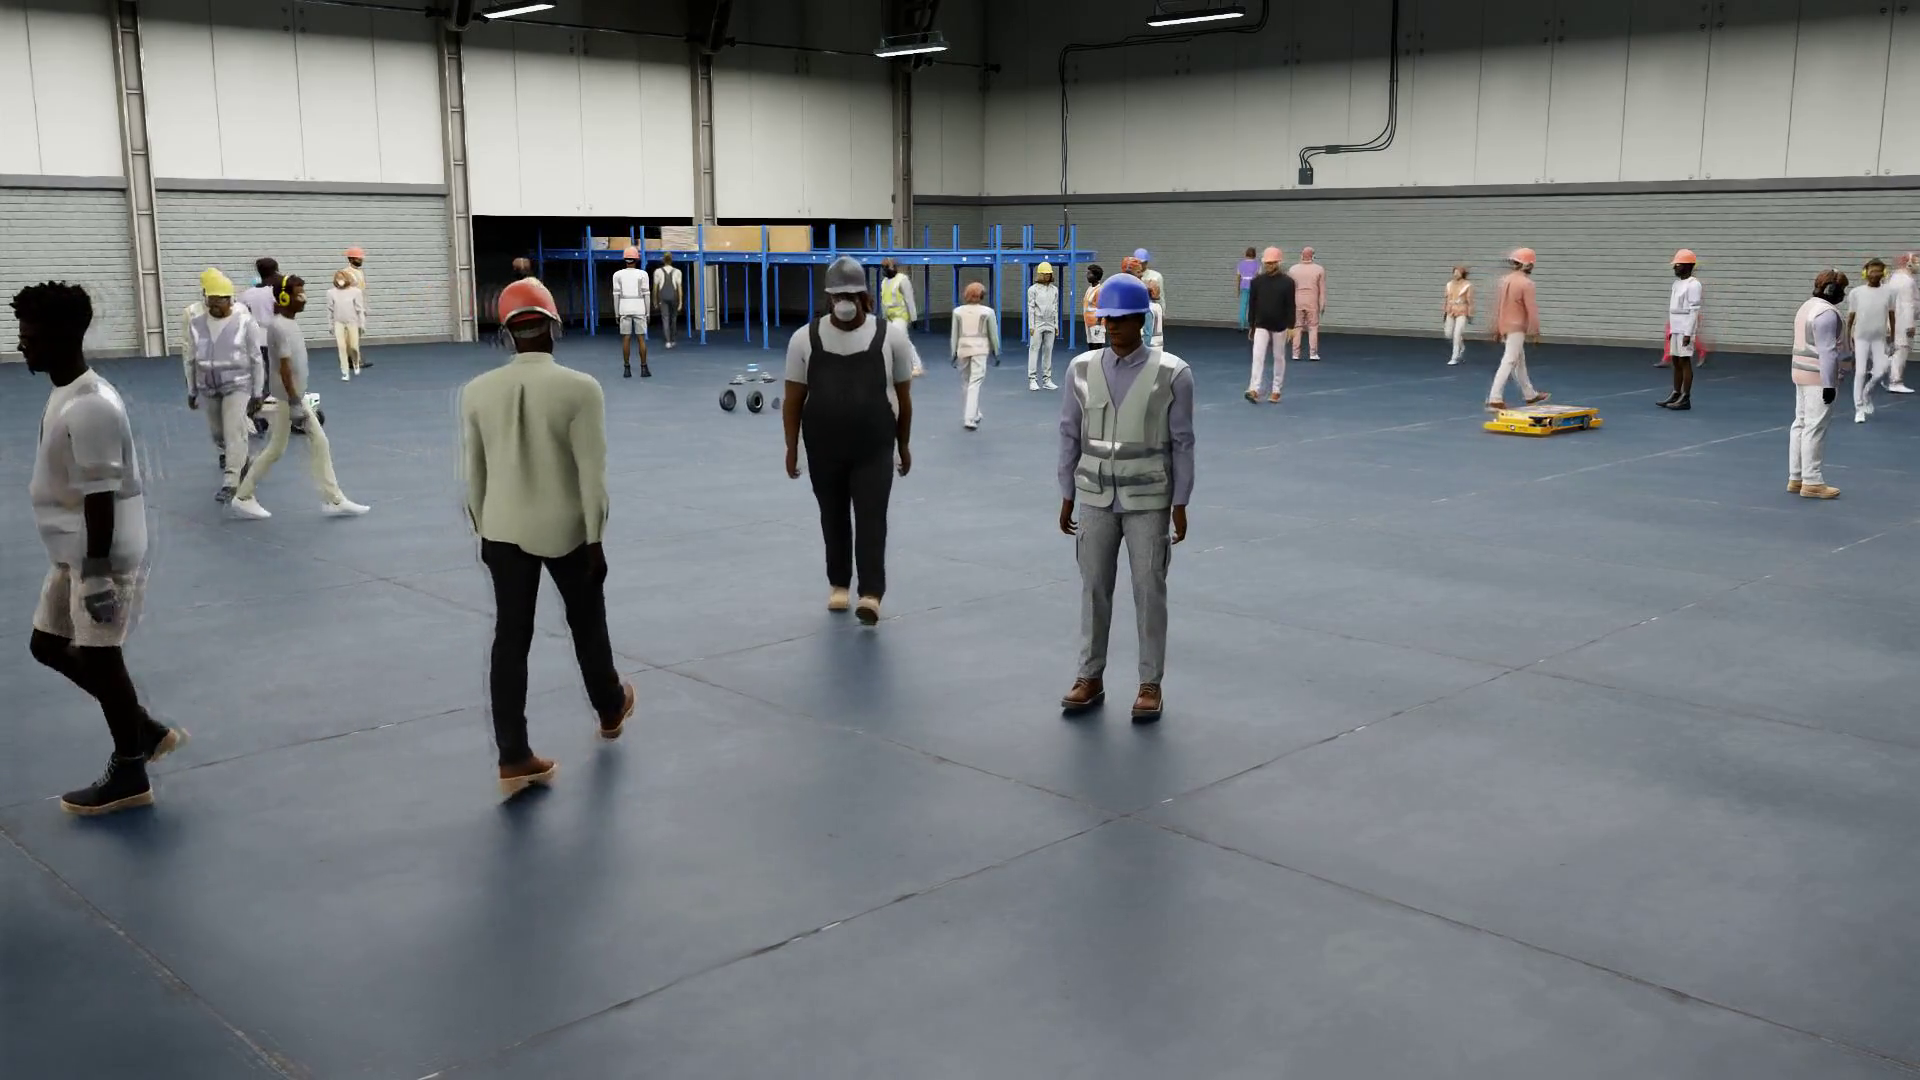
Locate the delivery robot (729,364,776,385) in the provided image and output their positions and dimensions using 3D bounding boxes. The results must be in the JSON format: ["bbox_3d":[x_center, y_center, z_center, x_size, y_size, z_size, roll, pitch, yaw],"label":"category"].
[{"bbox_3d":[-2.535,-2.029,20.301,0.335,0.223,0.698,6,12,30],"label":"delivery robot"}]

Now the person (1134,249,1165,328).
[{"bbox_3d":[2.627,-3.245,24.091,0.651,1.901,0.922,2,11,10],"label":"person"}]

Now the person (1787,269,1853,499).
[{"bbox_3d":[7.025,-1.283,13.583,0.429,1.839,0.623,2,11,9],"label":"person"}]

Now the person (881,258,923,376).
[{"bbox_3d":[-0.912,-3.309,24.819,0.964,1.780,0.683,-6,12,-31],"label":"person"}]

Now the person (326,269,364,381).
[{"bbox_3d":[-9.020,-3.164,24.426,0.515,1.615,0.462,-2,11,-12],"label":"person"}]

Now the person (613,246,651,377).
[{"bbox_3d":[-4.920,-3.427,24.994,0.543,1.939,0.371,0,10,-1],"label":"person"}]

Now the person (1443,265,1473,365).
[{"bbox_3d":[8.173,-3.684,27.224,0.502,1.622,0.522,-8,13,-37],"label":"person"}]

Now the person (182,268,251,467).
[{"bbox_3d":[-6.685,-1.537,15.035,0.627,1.803,0.745,-4,11,-23],"label":"person"}]

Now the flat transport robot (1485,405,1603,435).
[{"bbox_3d":[6.416,-1.332,18.236,1.431,0.197,0.652,-10,14,-43],"label":"flat transport robot"}]

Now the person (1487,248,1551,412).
[{"bbox_3d":[6.811,-2.528,20.066,0.998,1.944,0.659,-2,11,-13],"label":"person"}]

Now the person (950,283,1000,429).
[{"bbox_3d":[0.167,-2.037,18.375,0.534,1.588,0.888,4,11,22],"label":"person"}]

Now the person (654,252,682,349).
[{"bbox_3d":[-5.475,-4.499,31.258,0.514,1.799,1.008,-2,11,-13],"label":"person"}]

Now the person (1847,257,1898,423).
[{"bbox_3d":[10.379,-2.285,18.970,0.534,1.862,0.489,4,11,19],"label":"person"}]

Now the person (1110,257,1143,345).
[{"bbox_3d":[1.758,-2.030,17.534,0.356,1.881,0.575,-1,10,-3],"label":"person"}]

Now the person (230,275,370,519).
[{"bbox_3d":[-5.035,-1.067,12.455,0.980,1.826,0.538,-1,10,-8],"label":"person"}]

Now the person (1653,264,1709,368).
[{"bbox_3d":[11.586,-3.621,26.597,0.810,1.738,0.523,-2,11,-13],"label":"person"}]

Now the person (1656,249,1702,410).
[{"bbox_3d":[8.811,-2.573,20.337,0.364,1.939,0.542,0,10,2],"label":"person"}]

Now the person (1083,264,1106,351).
[{"bbox_3d":[1.916,-3.075,23.737,0.318,1.697,0.535,-3,11,-16],"label":"person"}]

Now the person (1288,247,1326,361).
[{"bbox_3d":[5.881,-4.002,28.225,0.651,1.904,0.403,4,11,20],"label":"person"}]

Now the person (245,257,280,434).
[{"bbox_3d":[-7.442,-2.093,17.892,0.598,1.886,0.940,7,12,32],"label":"person"}]

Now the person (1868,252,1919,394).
[{"bbox_3d":[12.666,-2.926,22.400,0.465,1.888,0.649,4,11,21],"label":"person"}]

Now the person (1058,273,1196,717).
[{"bbox_3d":[0.717,-0.188,7.306,0.615,1.945,0.405,5,11,23],"label":"person"}]

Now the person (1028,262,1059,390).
[{"bbox_3d":[1.157,-2.946,22.908,0.484,1.744,0.295,-7,12,-32],"label":"person"}]

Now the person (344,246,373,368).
[{"bbox_3d":[-9.662,-3.733,26.669,0.373,1.934,0.551,1,10,5],"label":"person"}]

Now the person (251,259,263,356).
[{"bbox_3d":[-12.250,-4.108,29.362,0.321,1.697,0.535,6,12,29],"label":"person"}]

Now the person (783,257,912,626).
[{"bbox_3d":[-0.628,-0.543,9.105,0.705,2.000,1.013,1,10,4],"label":"person"}]

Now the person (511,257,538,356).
[{"bbox_3d":[-5.573,-2.749,21.594,0.574,1.827,0.640,-1,10,-6],"label":"person"}]

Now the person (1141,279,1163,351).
[{"bbox_3d":[2.054,-2.006,18.058,0.308,1.641,0.514,3,11,16],"label":"person"}]

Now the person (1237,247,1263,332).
[{"bbox_3d":[6.384,-5.520,36.660,0.571,1.843,0.372,5,11,23],"label":"person"}]

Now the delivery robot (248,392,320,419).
[{"bbox_3d":[-7.315,-1.471,17.964,0.707,0.478,0.477,-1,11,-7],"label":"delivery robot"}]

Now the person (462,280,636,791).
[{"bbox_3d":[-1.640,-0.049,6.582,0.639,1.928,1.055,2,11,10],"label":"person"}]

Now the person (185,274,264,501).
[{"bbox_3d":[-5.951,-1.259,13.521,0.596,1.807,0.813,0,10,1],"label":"person"}]

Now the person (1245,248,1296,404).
[{"bbox_3d":[3.877,-2.675,20.863,0.647,1.942,0.990,5,12,25],"label":"person"}]

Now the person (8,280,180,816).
[{"bbox_3d":[-3.192,0.039,6.052,0.417,1.950,0.647,-7,13,-34],"label":"person"}]
